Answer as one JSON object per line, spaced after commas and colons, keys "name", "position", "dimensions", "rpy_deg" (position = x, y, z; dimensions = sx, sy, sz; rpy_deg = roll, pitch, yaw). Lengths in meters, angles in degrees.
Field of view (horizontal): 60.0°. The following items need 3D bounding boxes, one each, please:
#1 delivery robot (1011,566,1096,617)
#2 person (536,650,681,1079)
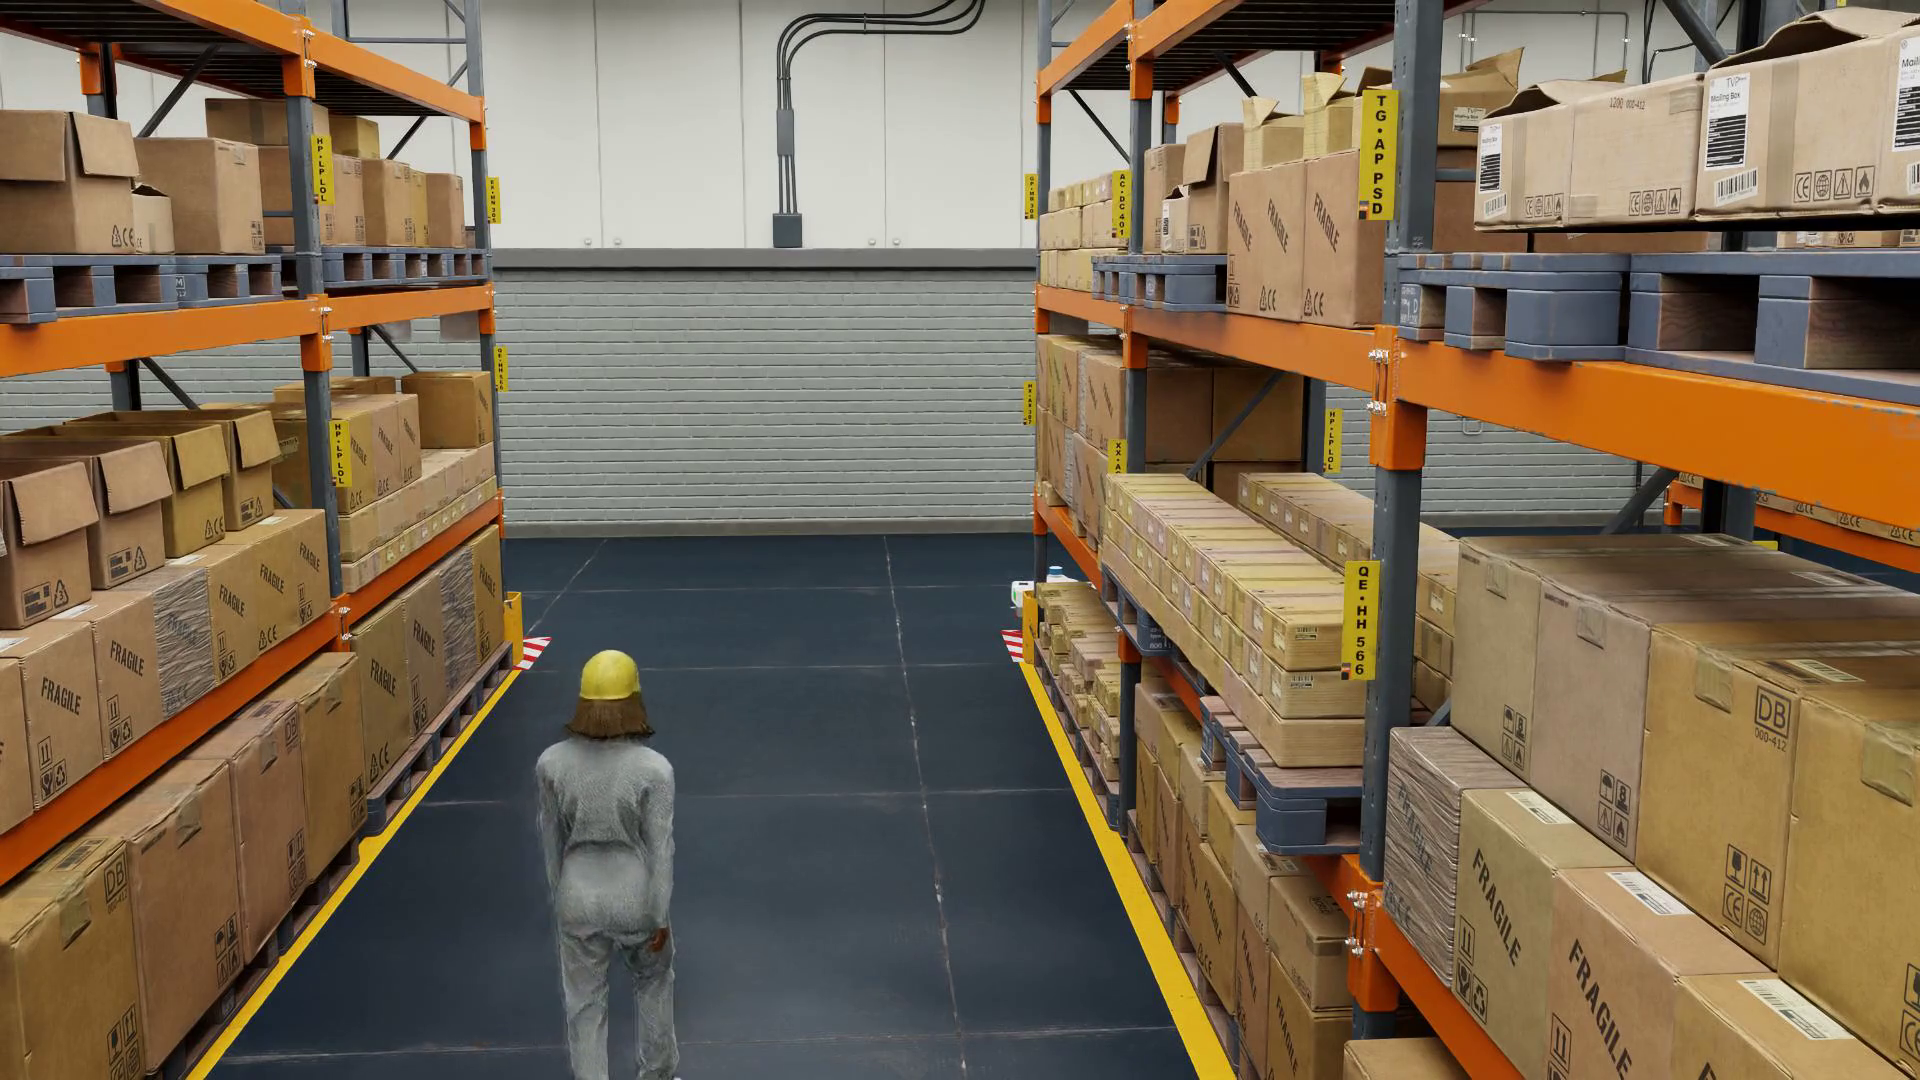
{"name": "delivery robot", "position": [0.764, 0.456, 13.354], "dimensions": [0.707, 0.478, 0.477], "rpy_deg": [1, 10, 3]}
{"name": "person", "position": [-1.189, 1.217, 5.736], "dimensions": [0.494, 1.719, 0.670], "rpy_deg": [0, 10, 3]}
